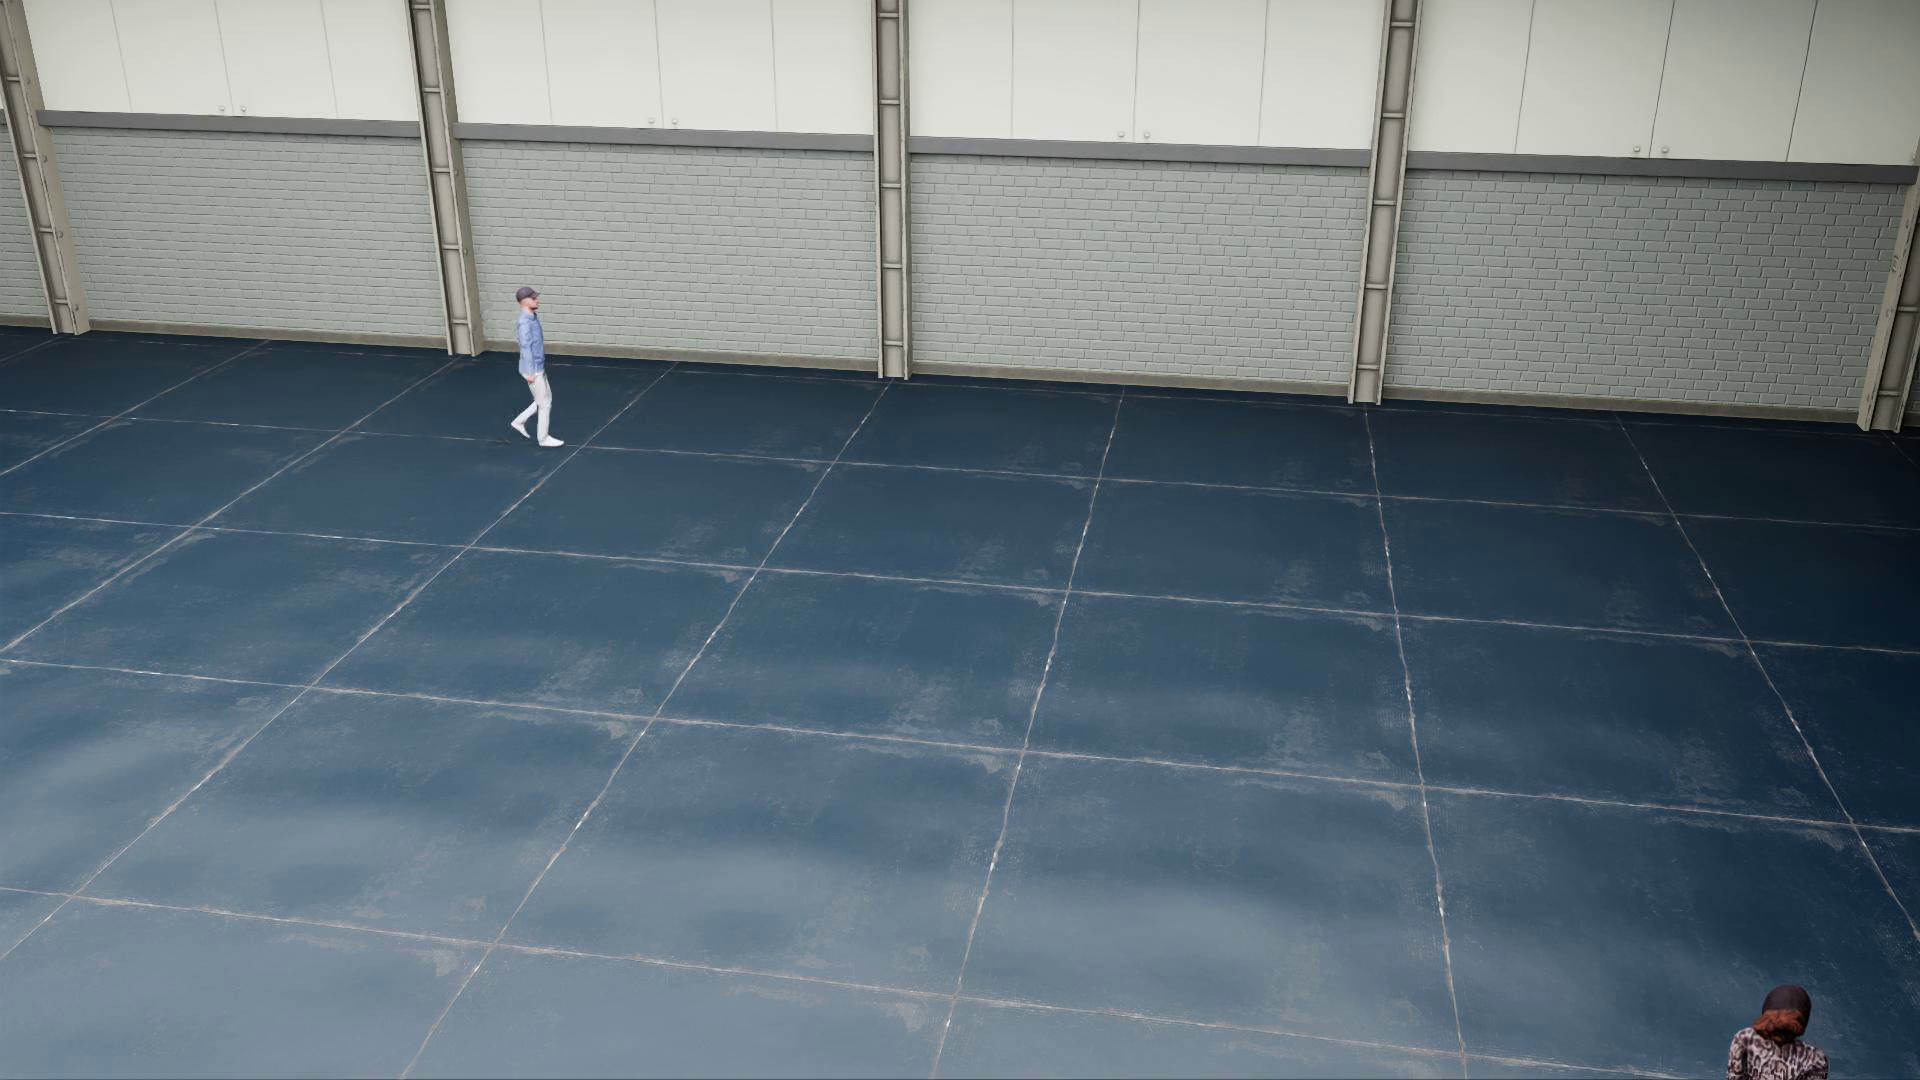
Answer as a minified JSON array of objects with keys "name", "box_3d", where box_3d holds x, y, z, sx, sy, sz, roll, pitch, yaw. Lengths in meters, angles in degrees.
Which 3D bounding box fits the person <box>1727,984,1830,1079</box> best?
[{"name":"person","box_3d":[3.760,2.866,7.810,1.089,1.689,1.007,19,30,38]}]

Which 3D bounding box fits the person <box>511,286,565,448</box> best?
[{"name":"person","box_3d":[-4.927,-1.967,18.936,0.912,1.876,0.785,-2,23,-5]}]
